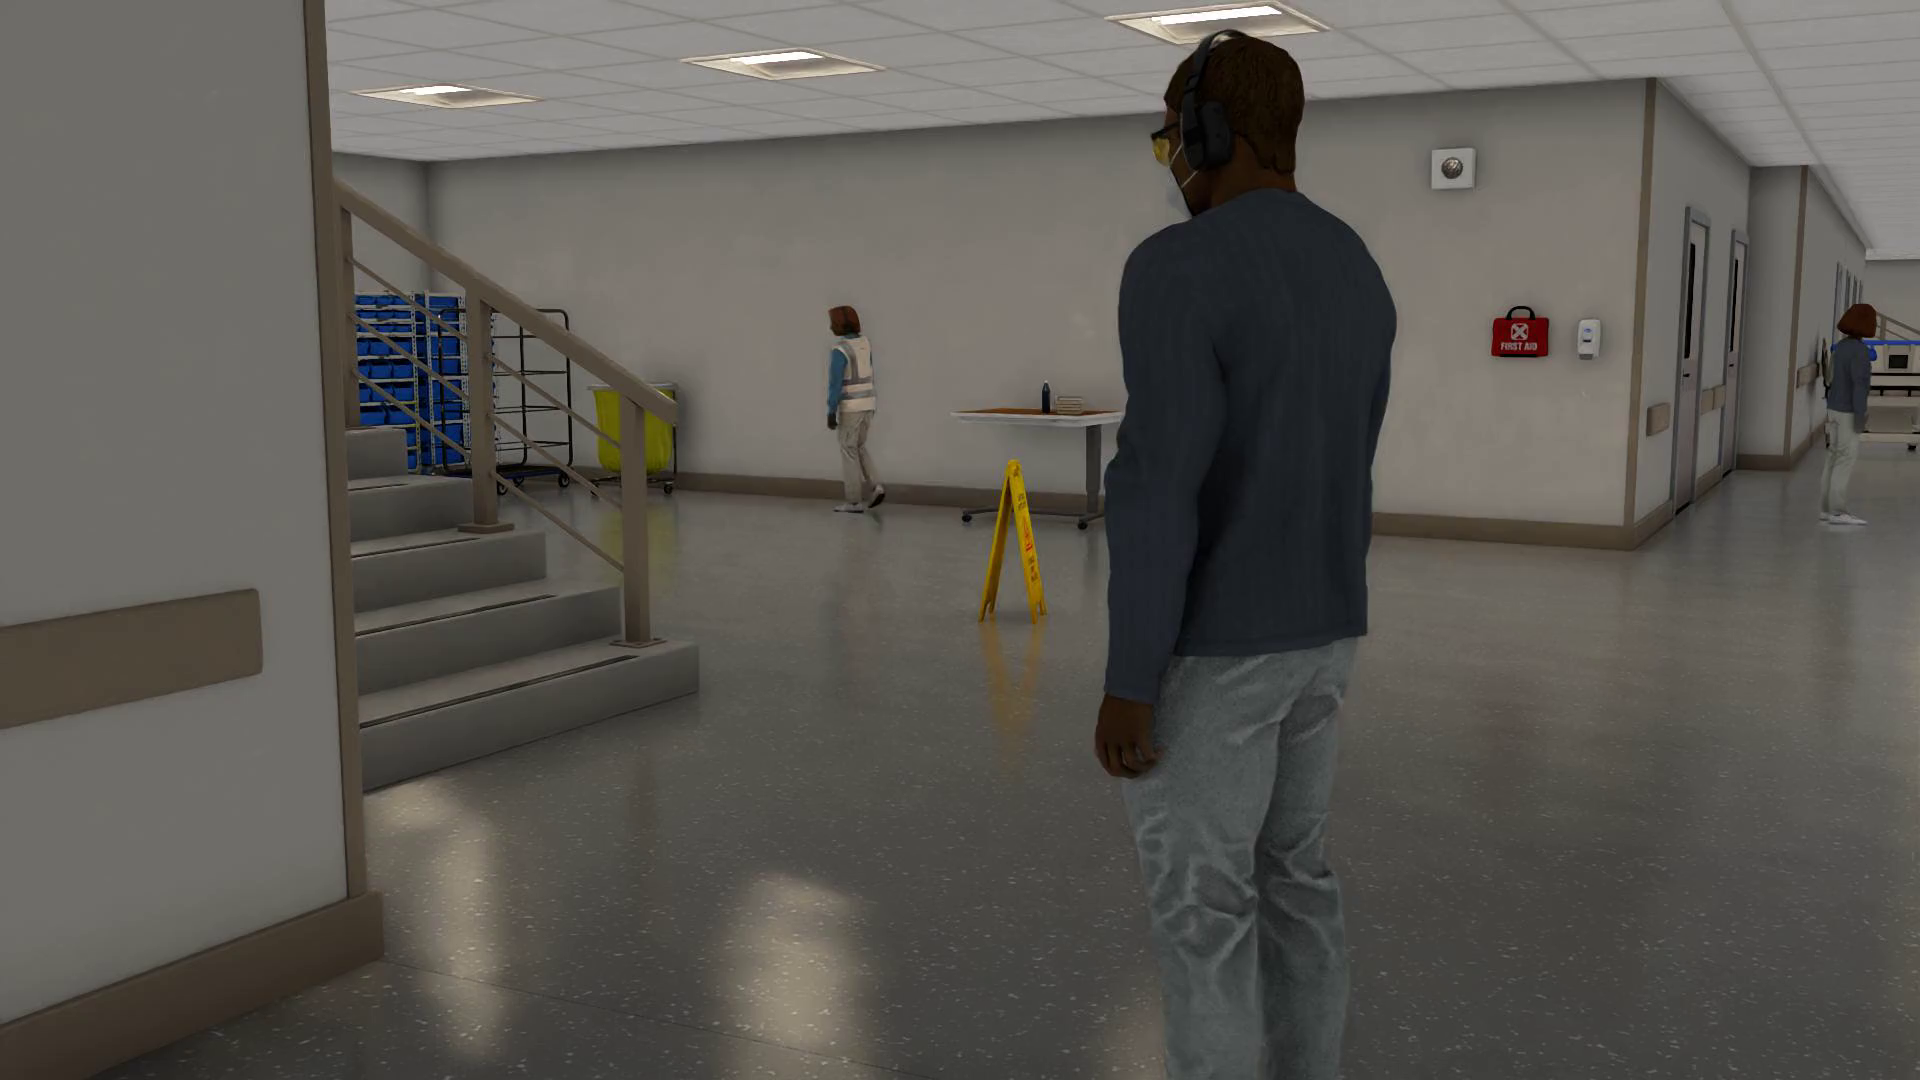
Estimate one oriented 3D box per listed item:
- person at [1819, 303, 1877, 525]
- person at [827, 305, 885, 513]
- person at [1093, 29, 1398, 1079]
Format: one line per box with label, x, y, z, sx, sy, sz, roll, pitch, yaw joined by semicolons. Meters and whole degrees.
person;6.542;-0.921;12.234;0.281;1.624;0.495;1;7;9
person;-0.821;-1.003;12.874;0.359;1.620;0.548;4;8;27
person;0.445;0.178;2.638;0.387;1.928;0.636;7;10;42
